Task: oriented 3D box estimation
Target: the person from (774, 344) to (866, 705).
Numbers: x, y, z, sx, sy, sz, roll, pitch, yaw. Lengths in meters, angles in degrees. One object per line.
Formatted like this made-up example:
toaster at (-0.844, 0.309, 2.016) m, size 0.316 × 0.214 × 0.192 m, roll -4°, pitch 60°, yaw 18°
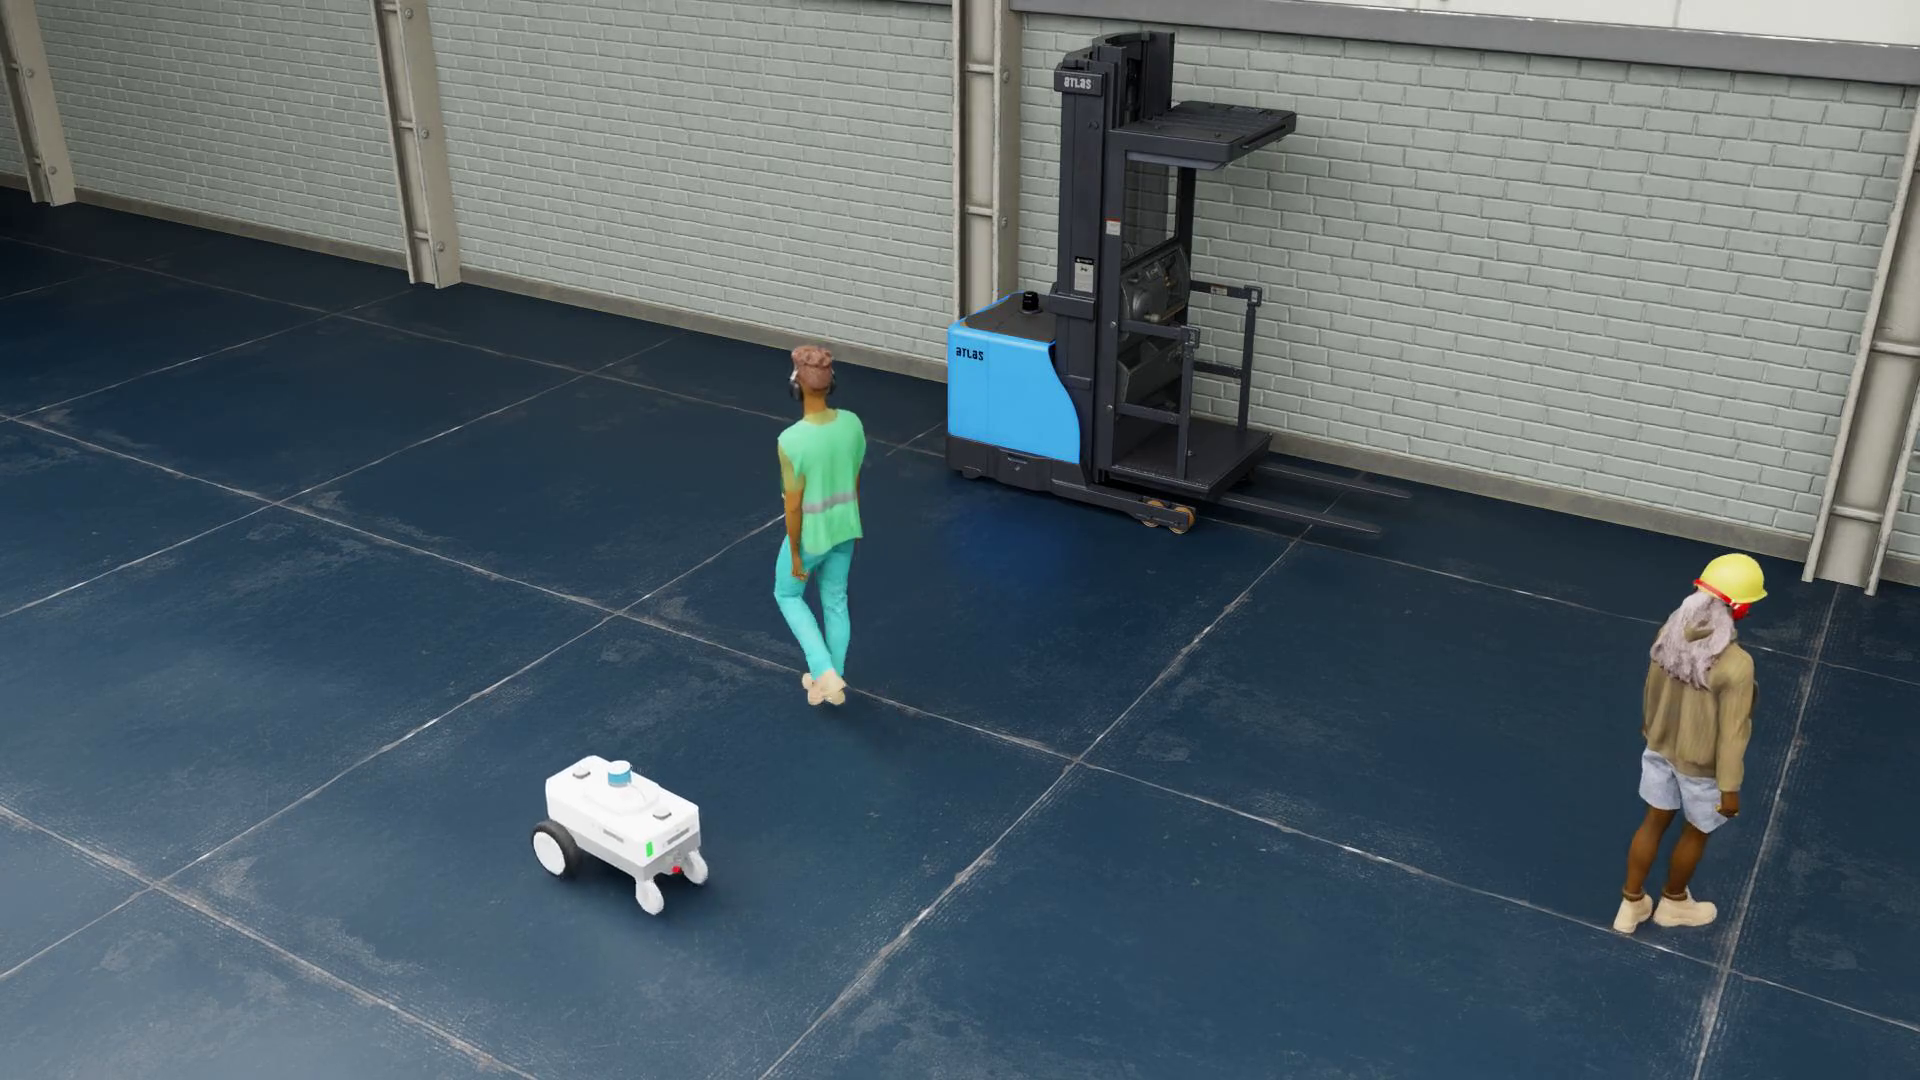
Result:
person at (-0.705, -0.046, 8.377) m, size 0.493 × 1.963 × 0.466 m, roll -17°, pitch 30°, yaw -32°

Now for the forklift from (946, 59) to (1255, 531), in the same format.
forklift at (0.933, -1.707, 10.833) m, size 1.873 × 2.768 × 1.129 m, roll 15°, pitch 29°, yaw 28°

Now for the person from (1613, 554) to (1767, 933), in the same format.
person at (2.965, 0.846, 6.732) m, size 0.519 × 1.752 × 0.581 m, roll -9°, pitch 27°, yaw -19°

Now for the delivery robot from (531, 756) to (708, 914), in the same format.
delivery robot at (-1.490, 1.248, 7.307) m, size 0.811 × 0.613 × 0.499 m, roll 18°, pitch 31°, yaw 33°
